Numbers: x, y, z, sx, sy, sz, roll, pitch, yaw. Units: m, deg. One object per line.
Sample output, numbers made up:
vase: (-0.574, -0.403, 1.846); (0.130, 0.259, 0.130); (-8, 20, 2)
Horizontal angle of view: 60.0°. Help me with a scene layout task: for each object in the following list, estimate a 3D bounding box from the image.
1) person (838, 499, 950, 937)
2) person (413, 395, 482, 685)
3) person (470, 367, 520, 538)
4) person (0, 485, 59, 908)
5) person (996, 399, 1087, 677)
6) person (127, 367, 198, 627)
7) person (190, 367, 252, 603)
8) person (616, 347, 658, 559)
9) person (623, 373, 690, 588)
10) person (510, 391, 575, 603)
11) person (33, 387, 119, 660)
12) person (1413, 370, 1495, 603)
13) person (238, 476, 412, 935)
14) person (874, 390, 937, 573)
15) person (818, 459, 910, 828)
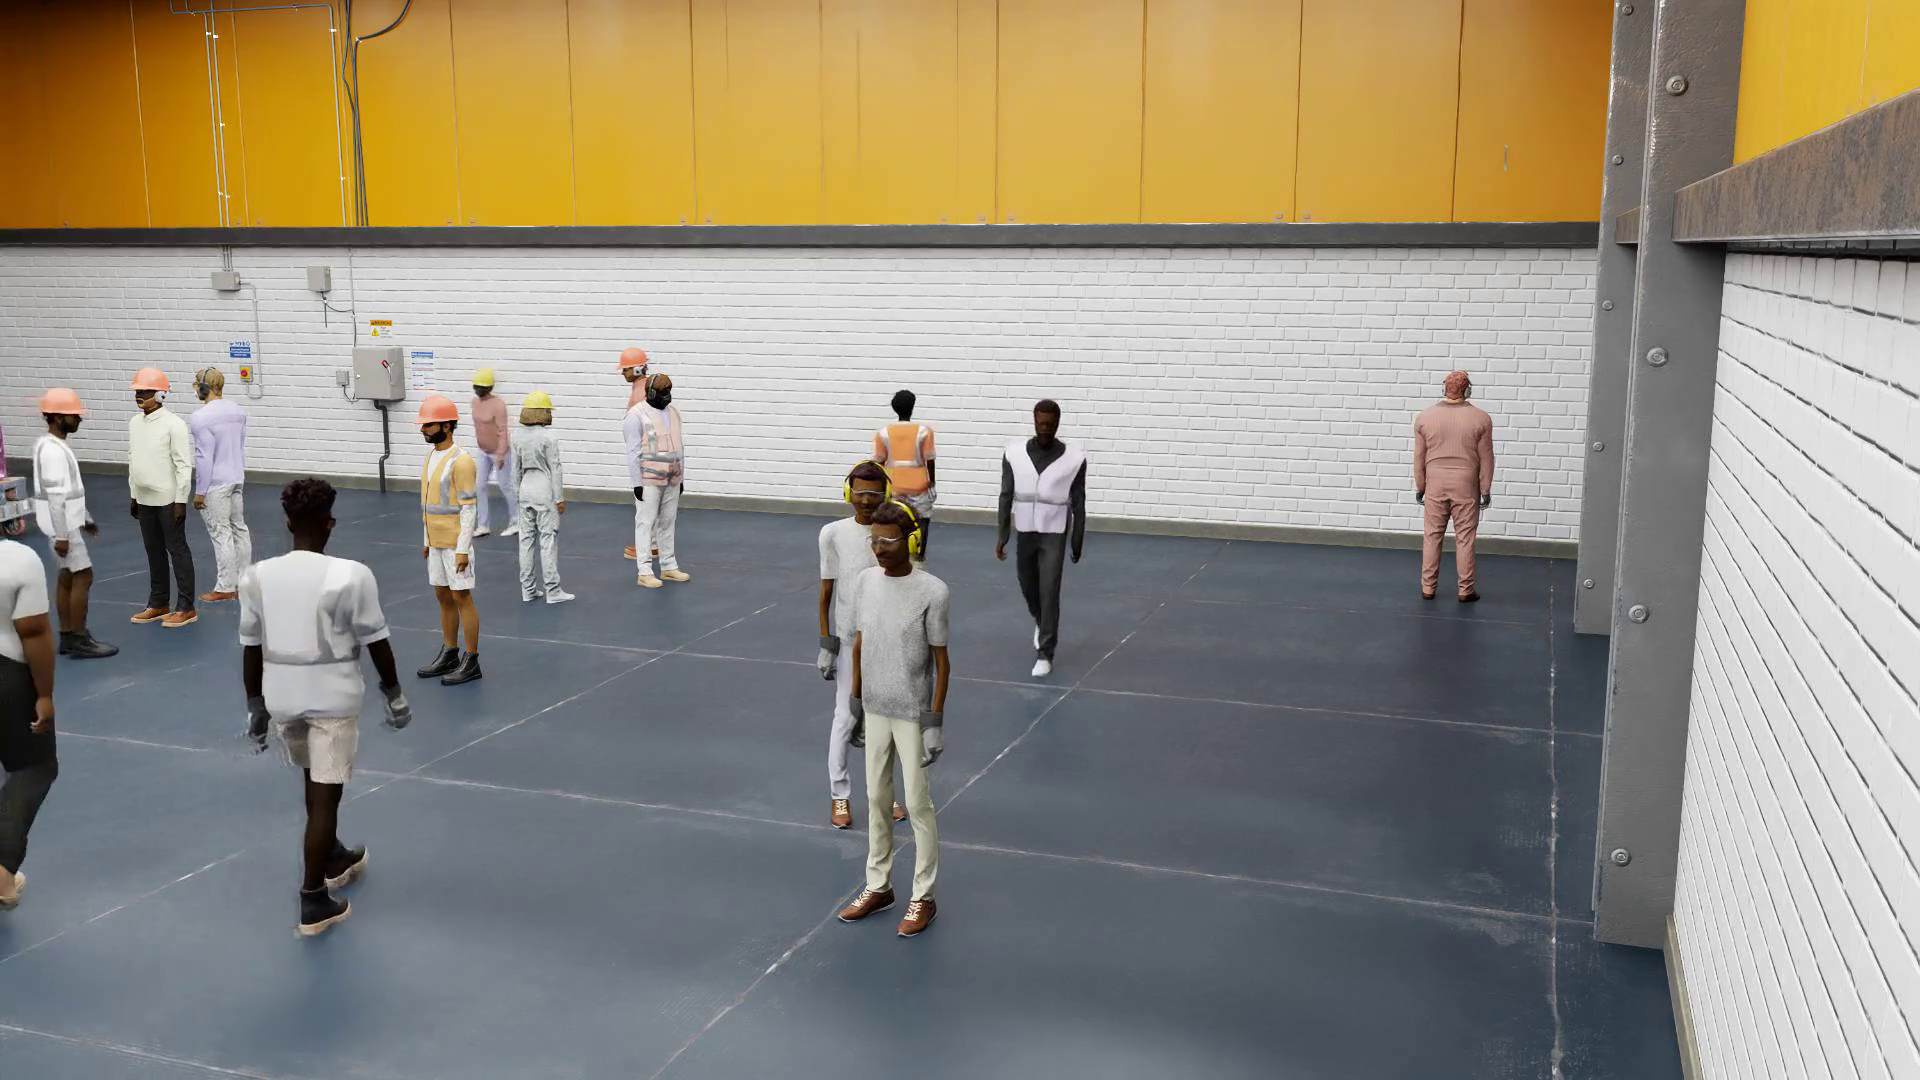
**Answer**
person: (-0.282, 0.749, 7.094); (0.509, 1.868, 0.328); (7, 12, 33)
person: (-3.437, -0.002, 11.120); (0.544, 1.939, 0.354); (9, 14, 42)
person: (-4.656, -0.862, 16.554); (0.541, 1.722, 0.704); (6, 12, 31)
person: (-4.278, 0.635, 7.243); (0.697, 2.000, 0.628); (0, 10, -3)
person: (0.593, -0.061, 11.620); (0.597, 1.889, 0.903); (3, 11, 17)
person: (-6.165, -0.329, 12.798); (0.612, 1.997, 0.375); (5, 11, 25)
person: (-6.075, -0.449, 13.636); (0.372, 1.940, 0.630); (1, 10, 6)
person: (-2.984, -0.806, 15.539); (0.404, 1.982, 0.614); (-1, 10, -3)
person: (-2.593, -0.517, 14.324); (0.428, 1.836, 0.625); (7, 12, 35)
person: (-3.440, -0.351, 13.653); (0.483, 1.738, 0.312); (5, 11, 26)
person: (-6.310, -0.118, 11.797); (0.412, 1.931, 0.565); (-6, 12, -31)
person: (4.051, -0.438, 13.664); (0.643, 1.909, 0.410); (5, 11, 26)
person: (-2.750, 0.679, 7.315); (0.632, 1.929, 0.897); (2, 10, 13)
person: (-0.458, -0.466, 14.440); (0.559, 1.679, 0.570); (1, 10, 8)
person: (-0.463, 0.517, 8.403); (0.526, 1.865, 0.315); (-4, 11, -21)
